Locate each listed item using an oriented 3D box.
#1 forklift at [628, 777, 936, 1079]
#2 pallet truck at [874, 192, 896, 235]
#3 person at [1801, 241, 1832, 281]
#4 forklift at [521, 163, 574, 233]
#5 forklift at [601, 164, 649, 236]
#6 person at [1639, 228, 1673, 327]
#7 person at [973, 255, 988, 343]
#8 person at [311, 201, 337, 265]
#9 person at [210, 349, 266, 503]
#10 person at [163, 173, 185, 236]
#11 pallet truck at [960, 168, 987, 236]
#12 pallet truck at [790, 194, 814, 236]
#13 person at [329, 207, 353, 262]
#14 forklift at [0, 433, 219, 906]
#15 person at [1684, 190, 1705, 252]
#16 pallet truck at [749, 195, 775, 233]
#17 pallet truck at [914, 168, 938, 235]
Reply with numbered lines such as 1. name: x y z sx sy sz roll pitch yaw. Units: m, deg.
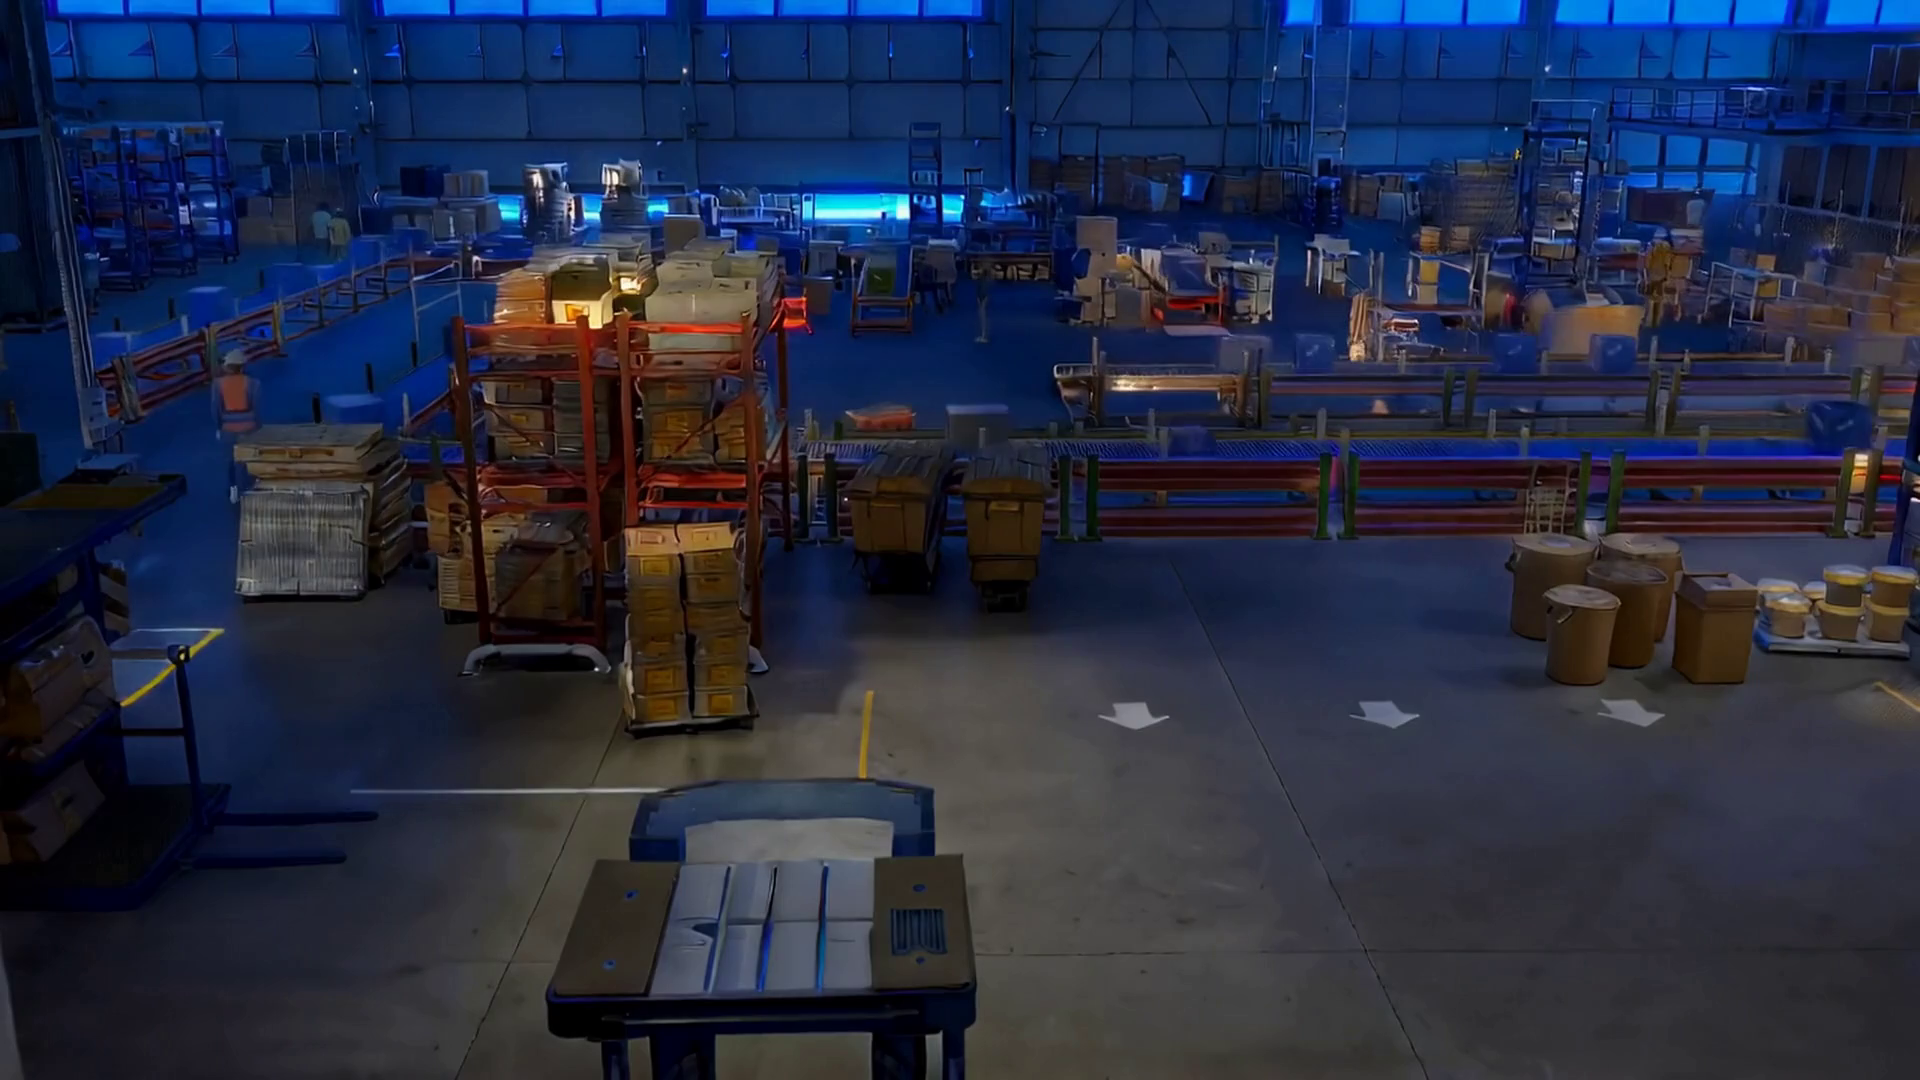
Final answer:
1. forklift: -0.542 2.165 5.552 1.129 2.768 1.873 -1 16 -2
2. pallet truck: -2.277 -9.986 50.594 0.653 1.274 1.630 0 16 -1
3. person: 15.246 -4.347 29.778 0.391 1.986 0.608 -5 17 -17
4. forklift: -12.233 -10.122 49.298 1.157 1.987 2.680 0 16 -1
5. forklift: -9.948 -10.127 49.296 1.157 1.987 2.680 -1 16 -3
6. person: 13.649 -5.137 32.628 0.542 1.928 0.374 -1 16 -3
7. person: 0.379 -4.459 30.814 0.283 1.624 0.494 0 16 -2
8. person: -15.409 -7.324 40.437 0.574 1.814 0.787 3 16 10
9. person: -8.540 -1.347 19.693 0.615 1.802 0.855 -4 16 -13
10. person: -22.815 -9.690 48.344 0.614 1.988 0.396 2 16 7
11. pallet truck: 0.383 -10.230 50.206 0.823 1.965 1.885 -1 16 -3
12. pallet truck: -4.814 -9.883 50.259 0.704 1.261 1.522 -1 16 -3
13. person: -14.766 -7.049 39.616 0.523 1.734 0.814 3 16 12
14. forklift: -5.952 0.780 10.366 1.873 2.768 1.129 0 16 -1
15. person: 20.092 -8.696 45.407 0.496 1.700 0.884 -1 16 -4
16. pallet truck: -6.051 -9.967 50.660 0.680 1.201 1.601 0 16 -1
17. pallet truck: -0.989 -10.316 50.507 0.823 1.965 1.885 1 16 3
